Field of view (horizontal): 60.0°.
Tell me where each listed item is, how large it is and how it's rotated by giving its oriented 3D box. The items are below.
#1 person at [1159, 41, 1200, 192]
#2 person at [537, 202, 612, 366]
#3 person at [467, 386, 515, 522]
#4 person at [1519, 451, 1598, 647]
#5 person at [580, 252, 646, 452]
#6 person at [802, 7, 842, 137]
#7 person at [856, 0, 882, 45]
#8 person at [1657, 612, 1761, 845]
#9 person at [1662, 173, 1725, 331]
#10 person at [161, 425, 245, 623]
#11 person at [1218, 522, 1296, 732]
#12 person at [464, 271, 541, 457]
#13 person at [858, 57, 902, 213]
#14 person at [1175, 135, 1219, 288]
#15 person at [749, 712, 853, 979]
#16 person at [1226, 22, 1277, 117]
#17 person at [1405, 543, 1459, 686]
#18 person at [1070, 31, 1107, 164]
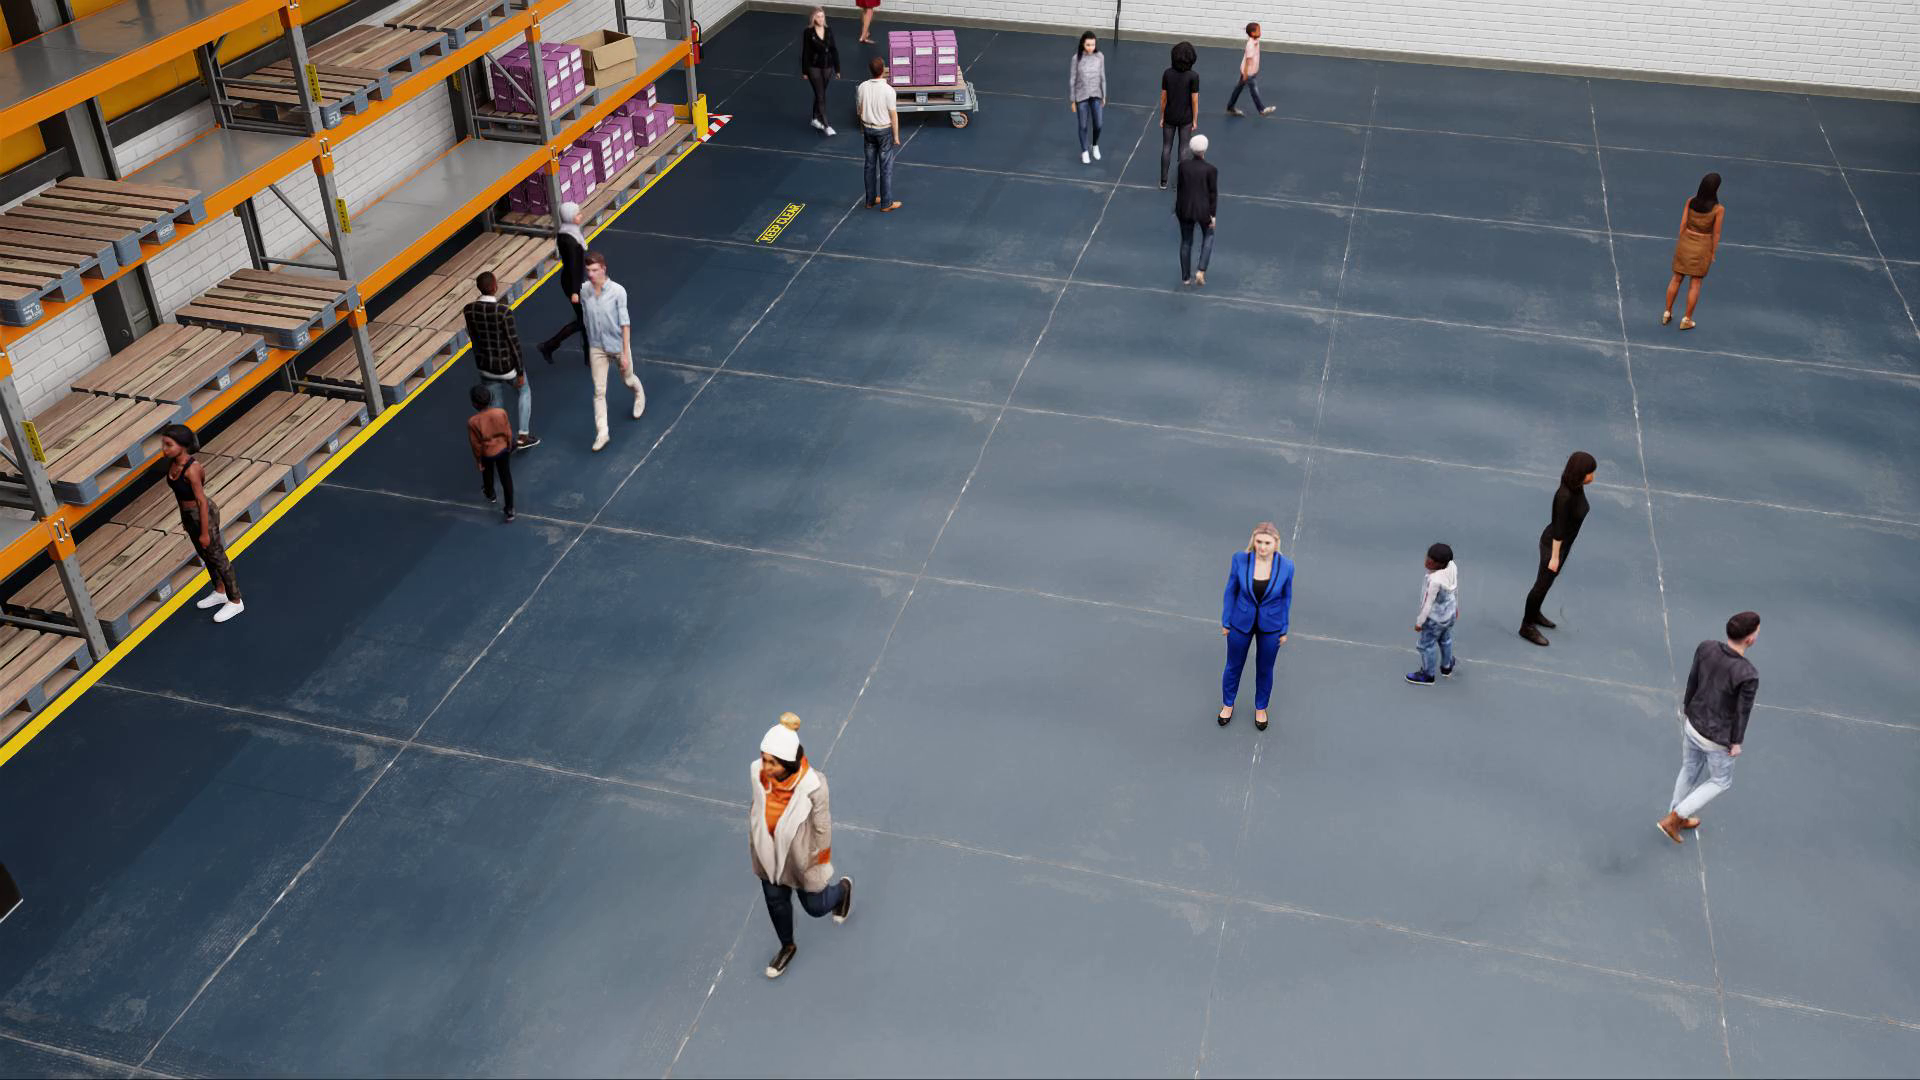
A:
[{"bbox_3d":[2.681,-5.216,20.489,0.641,1.827,0.548,11,35,17],"label":"person"},{"bbox_3d":[-3.897,-2.470,16.420,0.962,1.758,0.988,-9,35,-14],"label":"person"},{"bbox_3d":[-3.983,-0.724,14.269,0.818,1.231,0.877,-17,37,-24],"label":"person"},{"bbox_3d":[4.576,0.030,12.765,0.701,1.640,0.540,19,38,26],"label":"person"},{"bbox_3d":[-3.189,-1.822,15.392,0.697,1.816,1.197,6,34,9],"label":"person"},{"bbox_3d":[-1.922,-6.296,22.263,1.018,1.661,1.063,-19,38,-26],"label":"person"},{"bbox_3d":[-1.447,-8.521,25.716,0.952,1.543,0.878,-27,42,-34],"label":"person"},{"bbox_3d":[4.806,1.253,10.757,0.906,1.826,0.840,-13,36,-18],"label":"person"},{"bbox_3d":[7.634,-3.005,17.286,0.637,1.690,0.652,29,43,36],"label":"person"},{"bbox_3d":[-5.935,-0.156,12.992,0.660,1.698,0.680,28,43,36],"label":"person"},{"bbox_3d":[2.109,0.601,11.851,0.633,1.700,0.549,6,34,10],"label":"person"},{"bbox_3d":[-4.191,-1.512,14.937,0.706,1.804,0.696,4,34,6],"label":"person"},{"bbox_3d":[-0.993,-4.874,19.947,0.721,1.856,0.659,18,37,24],"label":"person"},{"bbox_3d":[2.586,-3.521,18.114,0.777,1.764,0.678,13,36,19],"label":"person"},{"bbox_3d":[-0.948,1.765,9.942,0.793,1.876,1.005,15,36,21],"label":"person"},{"bbox_3d":[3.889,-6.432,22.814,0.624,1.278,0.842,6,34,8],"label":"person"},{"bbox_3d":[3.589,0.536,12.364,0.628,1.241,0.759,-19,38,-26],"label":"person"},{"bbox_3d":[1.624,-5.707,21.329,0.725,1.714,0.712,-3,34,-5],"label":"person"}]
